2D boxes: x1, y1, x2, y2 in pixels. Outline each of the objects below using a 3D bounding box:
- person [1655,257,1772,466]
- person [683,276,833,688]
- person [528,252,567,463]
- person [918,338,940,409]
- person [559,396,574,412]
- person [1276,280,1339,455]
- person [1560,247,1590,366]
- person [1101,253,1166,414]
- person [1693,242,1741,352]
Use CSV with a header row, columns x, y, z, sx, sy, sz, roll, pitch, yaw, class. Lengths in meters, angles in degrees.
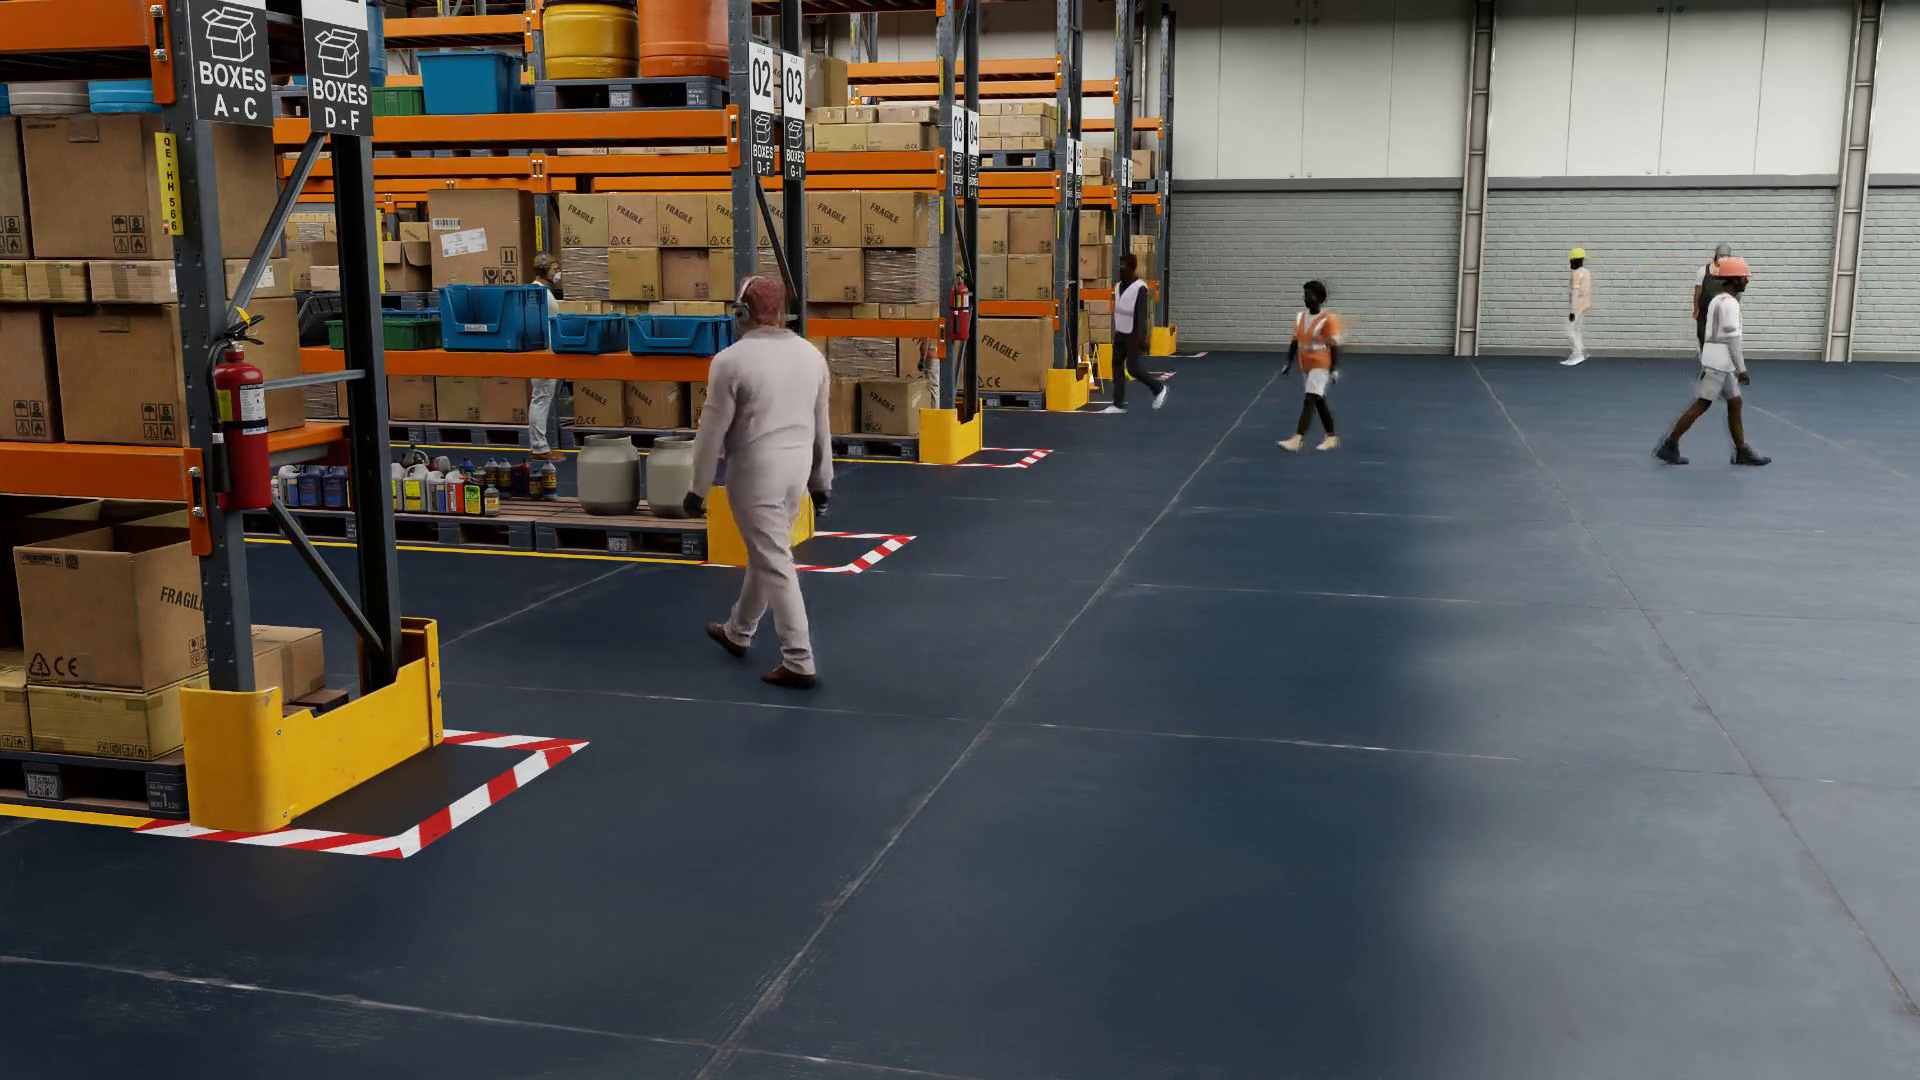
x,y,z,sx,sy,sz,roll,pitch,yaw,class
6.845,-1.602,15.044,0.998,1.899,0.540,3,11,15,person
-0.985,-0.279,7.743,0.968,1.860,0.664,9,14,41,person
-3.838,-1.675,15.343,0.374,1.931,0.625,-3,11,-16,person
-0.244,-1.888,17.295,0.306,1.645,0.522,8,13,36,person
-5.082,-2.434,19.479,1.034,1.939,0.651,2,10,9,person
3.355,-1.648,15.918,0.858,1.647,0.544,-5,11,-26,person
10.044,-3.798,27.125,0.392,1.929,0.619,8,13,36,person
2.052,-2.434,19.634,0.753,1.898,0.595,-5,11,-27,person
11.770,-3.629,25.843,0.680,2.000,0.774,6,12,31,person
